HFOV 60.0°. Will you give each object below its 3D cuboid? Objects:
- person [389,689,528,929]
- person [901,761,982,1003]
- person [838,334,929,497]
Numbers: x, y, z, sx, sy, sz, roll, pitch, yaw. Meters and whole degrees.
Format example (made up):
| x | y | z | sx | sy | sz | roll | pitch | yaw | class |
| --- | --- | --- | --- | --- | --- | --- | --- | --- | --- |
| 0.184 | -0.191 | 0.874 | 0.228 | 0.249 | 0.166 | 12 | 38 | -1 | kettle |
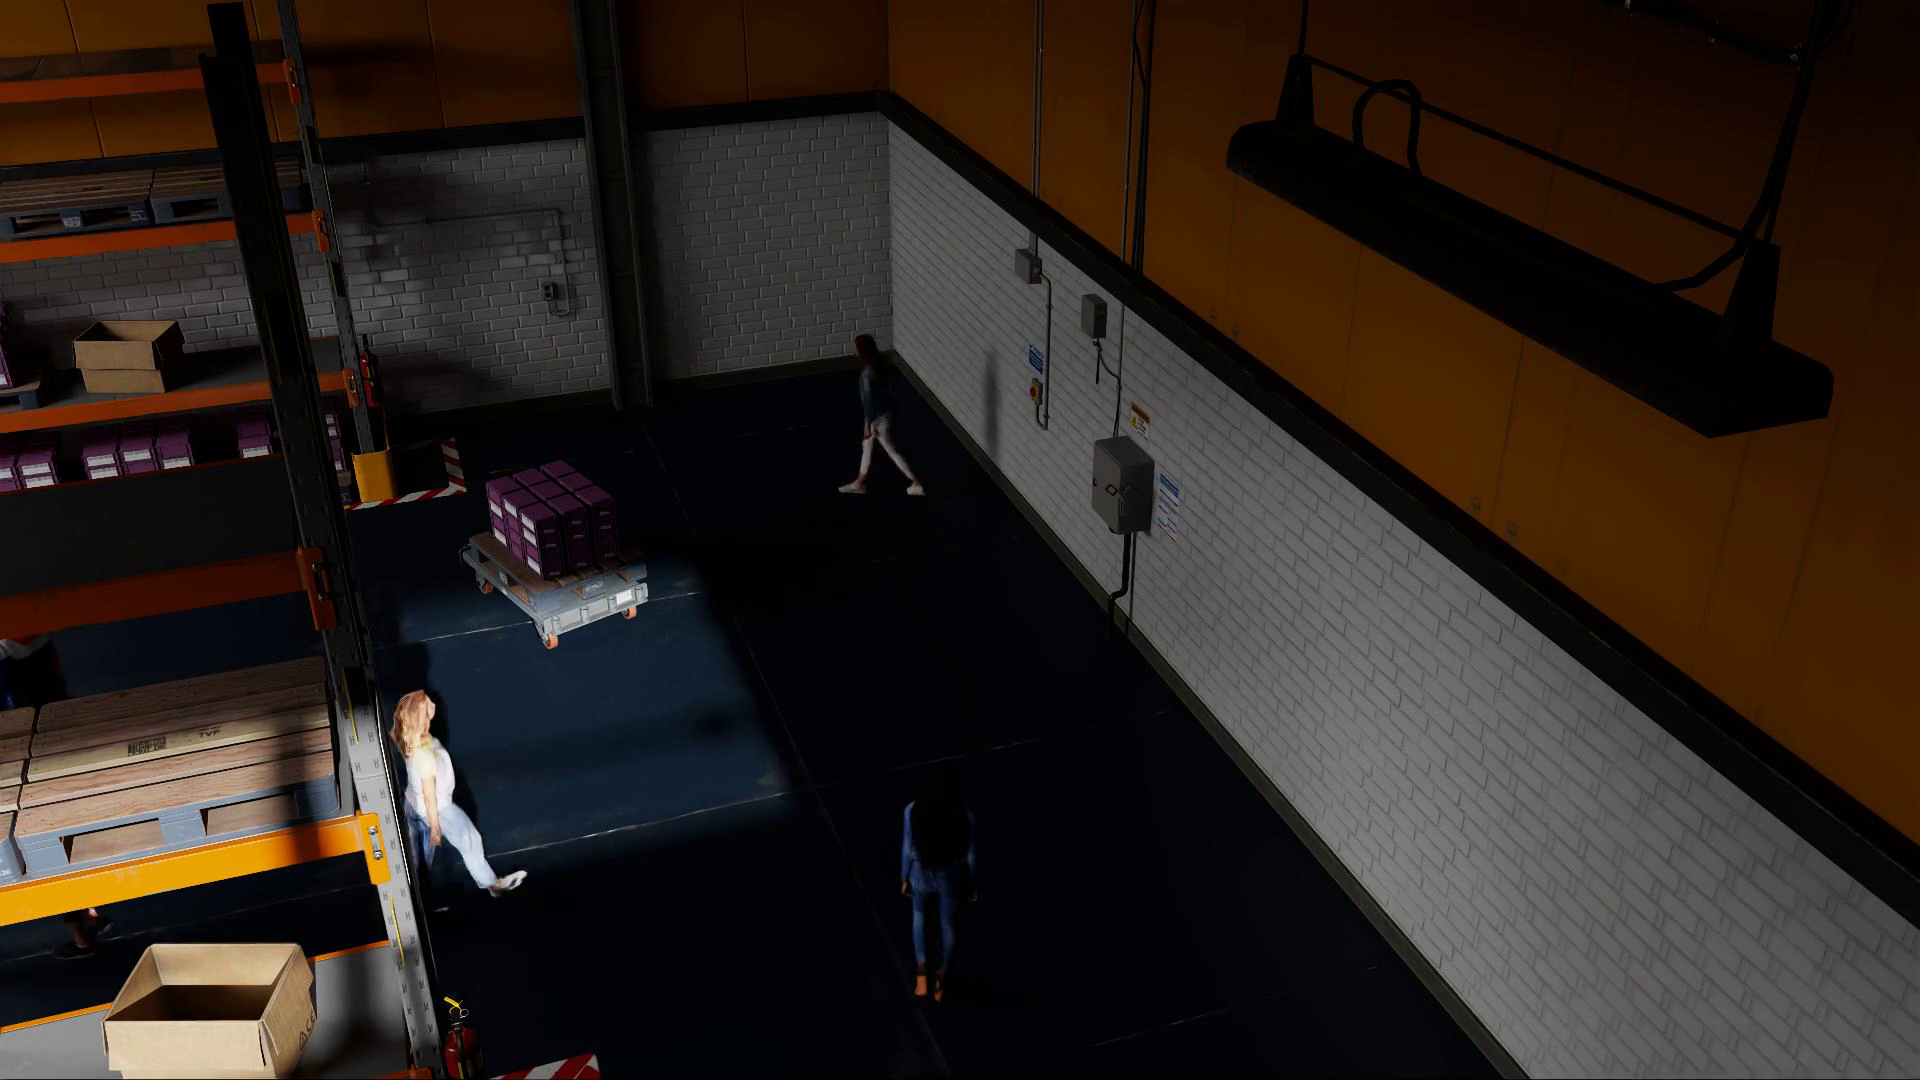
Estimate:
| x | y | z | sx | sy | sz | roll | pitch | yaw | class |
| --- | --- | --- | --- | --- | --- | --- | --- | --- | --- |
| -3.341 | 1.706 | 10.239 | 1.102 | 1.692 | 0.864 | -23 | 36 | -36 | person |
| -0.134 | 2.045 | 9.613 | 0.773 | 1.697 | 0.836 | 5 | 29 | 9 | person |
| -0.651 | -1.114 | 15.458 | 1.191 | 1.647 | 0.940 | 6 | 29 | 10 | person |
